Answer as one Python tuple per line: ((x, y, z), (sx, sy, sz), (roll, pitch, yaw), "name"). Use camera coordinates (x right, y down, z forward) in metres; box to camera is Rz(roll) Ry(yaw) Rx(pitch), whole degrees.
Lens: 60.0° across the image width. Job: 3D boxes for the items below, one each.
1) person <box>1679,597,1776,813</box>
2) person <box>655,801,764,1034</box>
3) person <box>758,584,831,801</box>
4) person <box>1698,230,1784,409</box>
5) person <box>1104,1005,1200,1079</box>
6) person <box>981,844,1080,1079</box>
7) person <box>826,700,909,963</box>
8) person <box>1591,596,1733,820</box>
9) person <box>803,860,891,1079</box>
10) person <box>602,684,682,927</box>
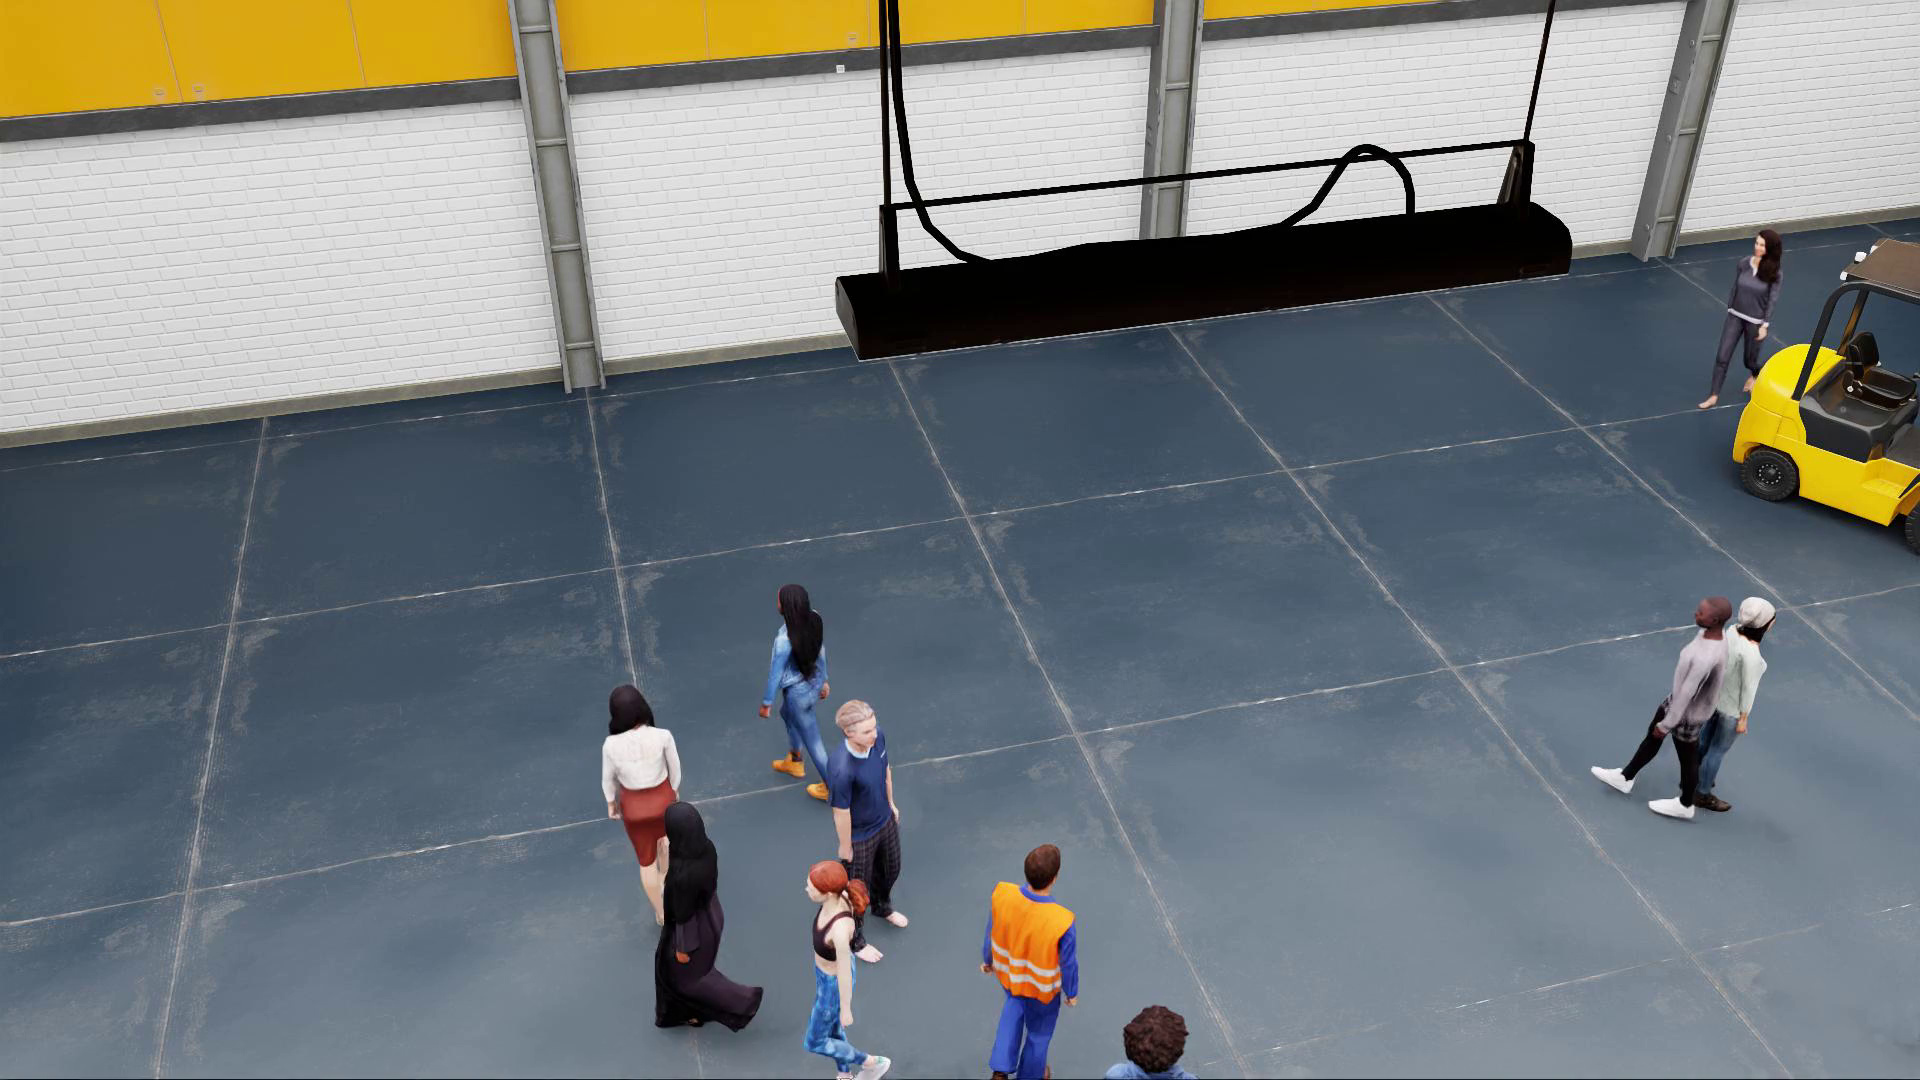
((5.090, 1.062, 10.999), (0.590, 1.643, 0.624), (1, 34, 2), "person")
((-1.431, 2.168, 9.384), (0.965, 1.590, 0.815), (1, 34, 1), "person")
((-0.957, 1.045, 10.983), (0.961, 1.691, 0.877), (12, 35, 18), "person")
((7.451, -2.083, 15.640), (1.129, 1.745, 0.921), (-27, 42, -34), "person")
((0.907, 2.946, 8.020), (0.659, 1.805, 0.813), (6, 34, 8), "person")
((0.327, 2.384, 8.822), (0.909, 1.853, 0.968), (18, 38, 25), "person")
((-0.582, 1.660, 9.897), (0.822, 1.869, 0.768), (19, 38, 26), "person")
((4.833, 1.123, 10.809), (1.035, 1.754, 0.934), (13, 36, 18), "person")
((-0.578, 2.384, 8.893), (0.718, 1.774, 0.601), (-5, 34, -8), "person")
((-1.860, 1.682, 9.996), (0.685, 1.722, 0.663), (-7, 34, -10), "person")
